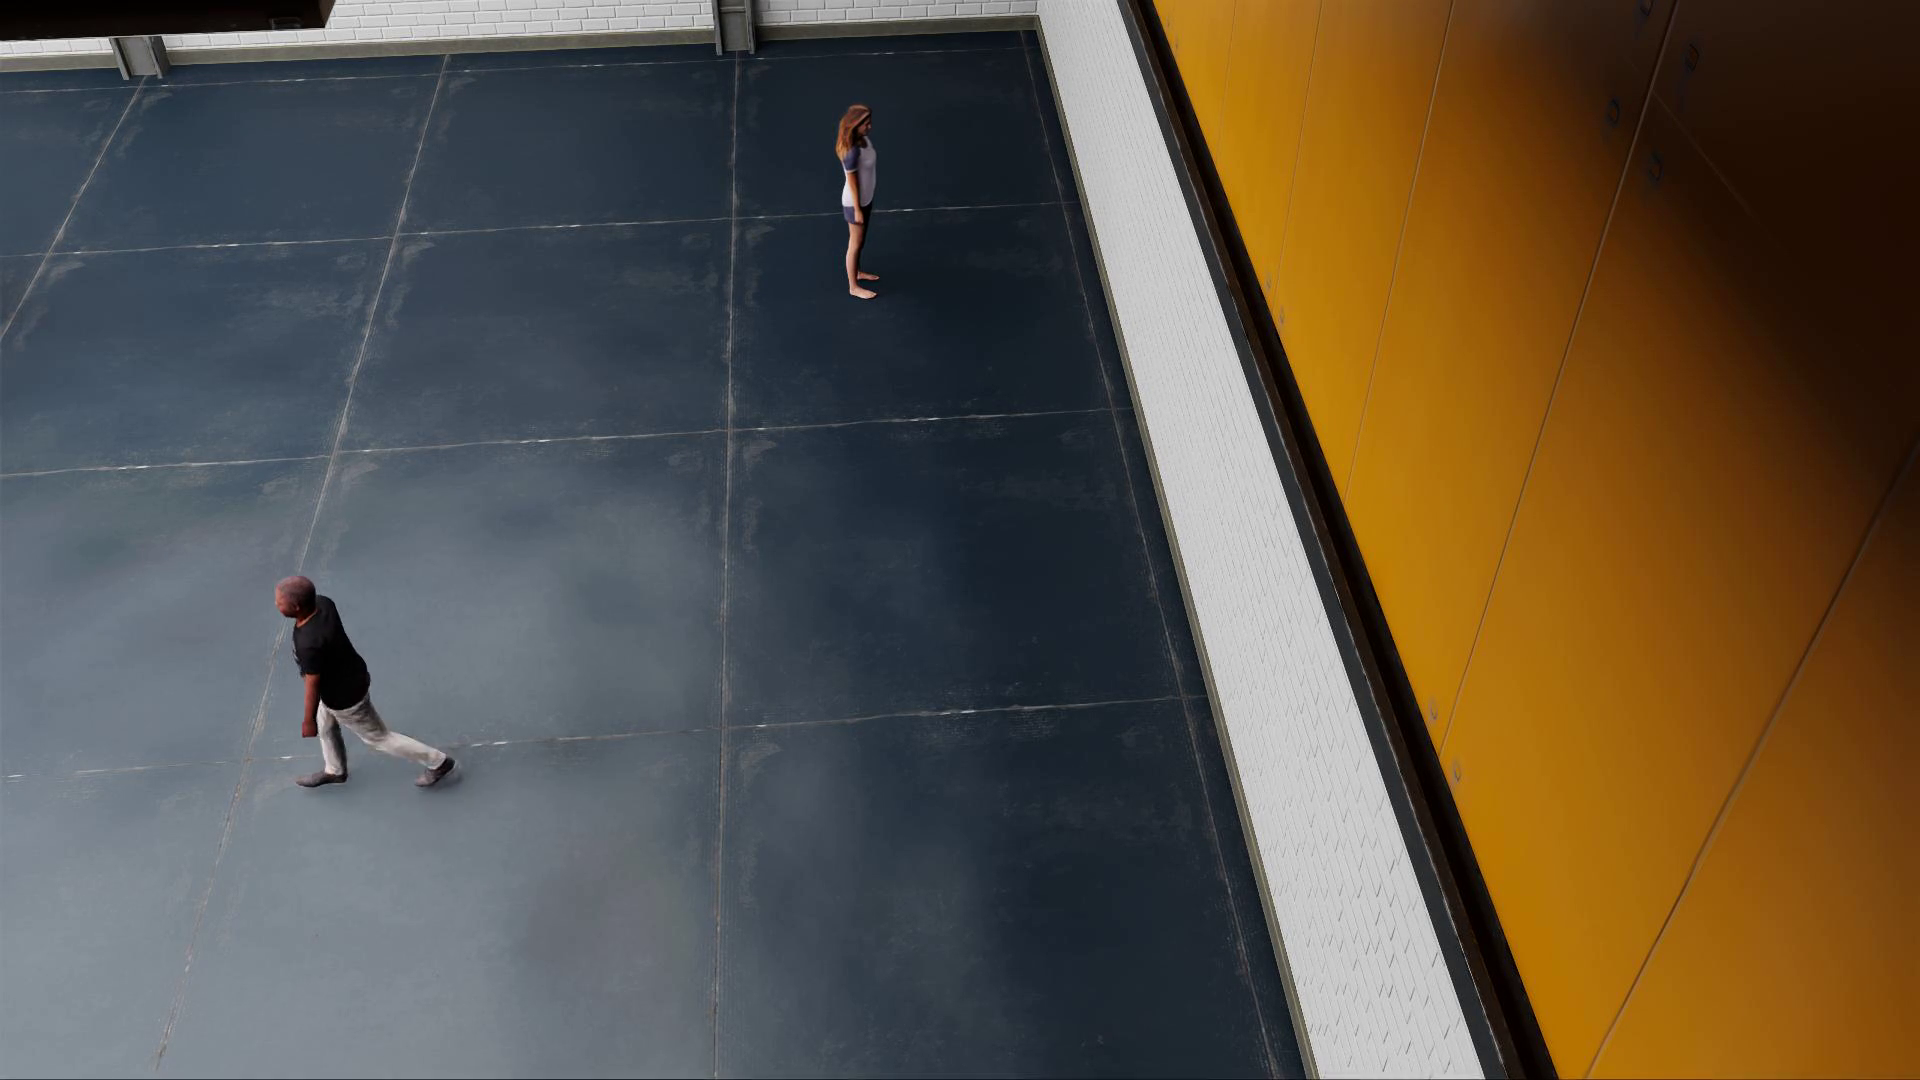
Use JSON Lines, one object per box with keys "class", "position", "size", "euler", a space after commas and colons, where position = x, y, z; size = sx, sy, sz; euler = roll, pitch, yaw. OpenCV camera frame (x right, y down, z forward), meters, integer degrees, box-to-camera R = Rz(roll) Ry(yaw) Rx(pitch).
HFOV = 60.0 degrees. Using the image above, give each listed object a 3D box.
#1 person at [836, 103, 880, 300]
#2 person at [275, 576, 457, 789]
{"class": "person", "position": [-0.849, -2.803, 13.675], "size": [0.603, 1.725, 0.637], "euler": [4, 44, 4]}
{"class": "person", "position": [-3.527, 0.889, 9.767], "size": [1.255, 1.770, 0.796], "euler": [-10, 45, -11]}
